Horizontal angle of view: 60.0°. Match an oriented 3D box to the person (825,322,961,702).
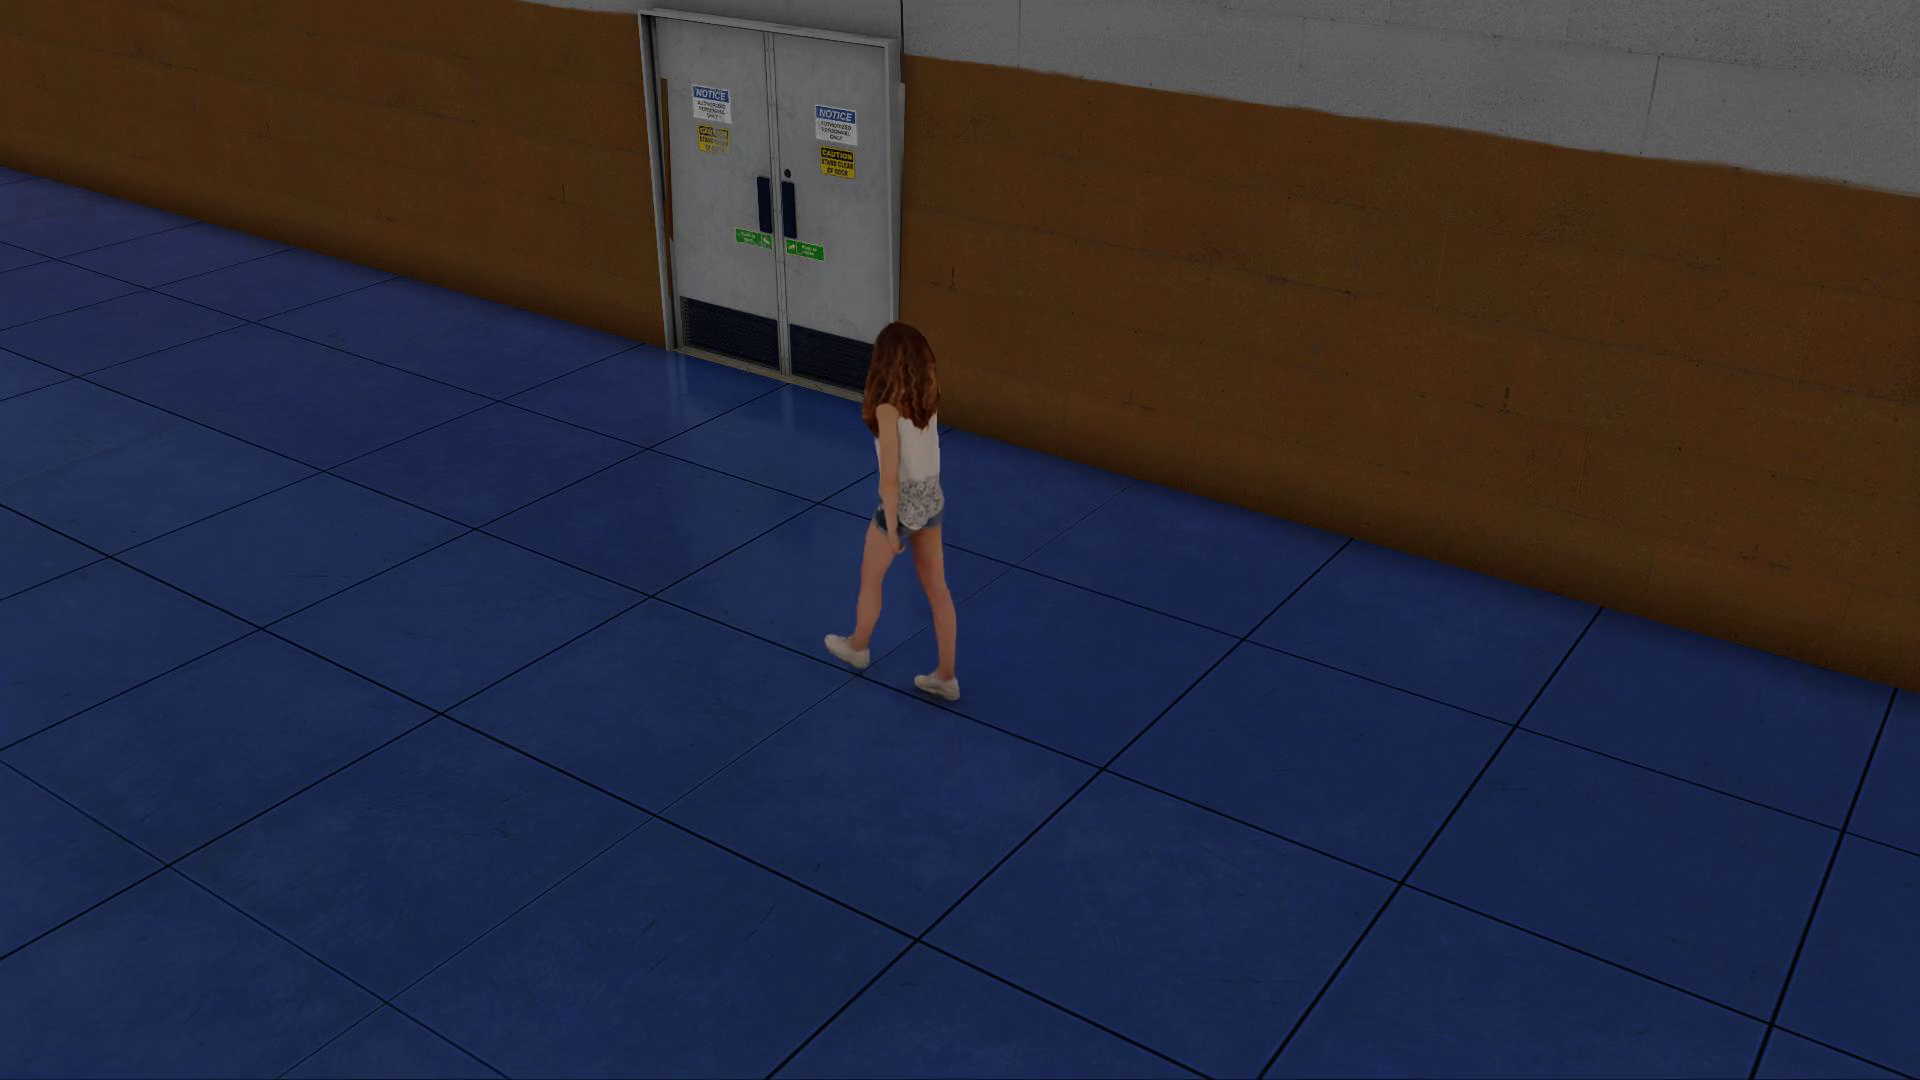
[{"bbox_3d":[-0.137,-0.075,7.240,0.709,1.733,0.927,23,35,38],"label":"person"}]
